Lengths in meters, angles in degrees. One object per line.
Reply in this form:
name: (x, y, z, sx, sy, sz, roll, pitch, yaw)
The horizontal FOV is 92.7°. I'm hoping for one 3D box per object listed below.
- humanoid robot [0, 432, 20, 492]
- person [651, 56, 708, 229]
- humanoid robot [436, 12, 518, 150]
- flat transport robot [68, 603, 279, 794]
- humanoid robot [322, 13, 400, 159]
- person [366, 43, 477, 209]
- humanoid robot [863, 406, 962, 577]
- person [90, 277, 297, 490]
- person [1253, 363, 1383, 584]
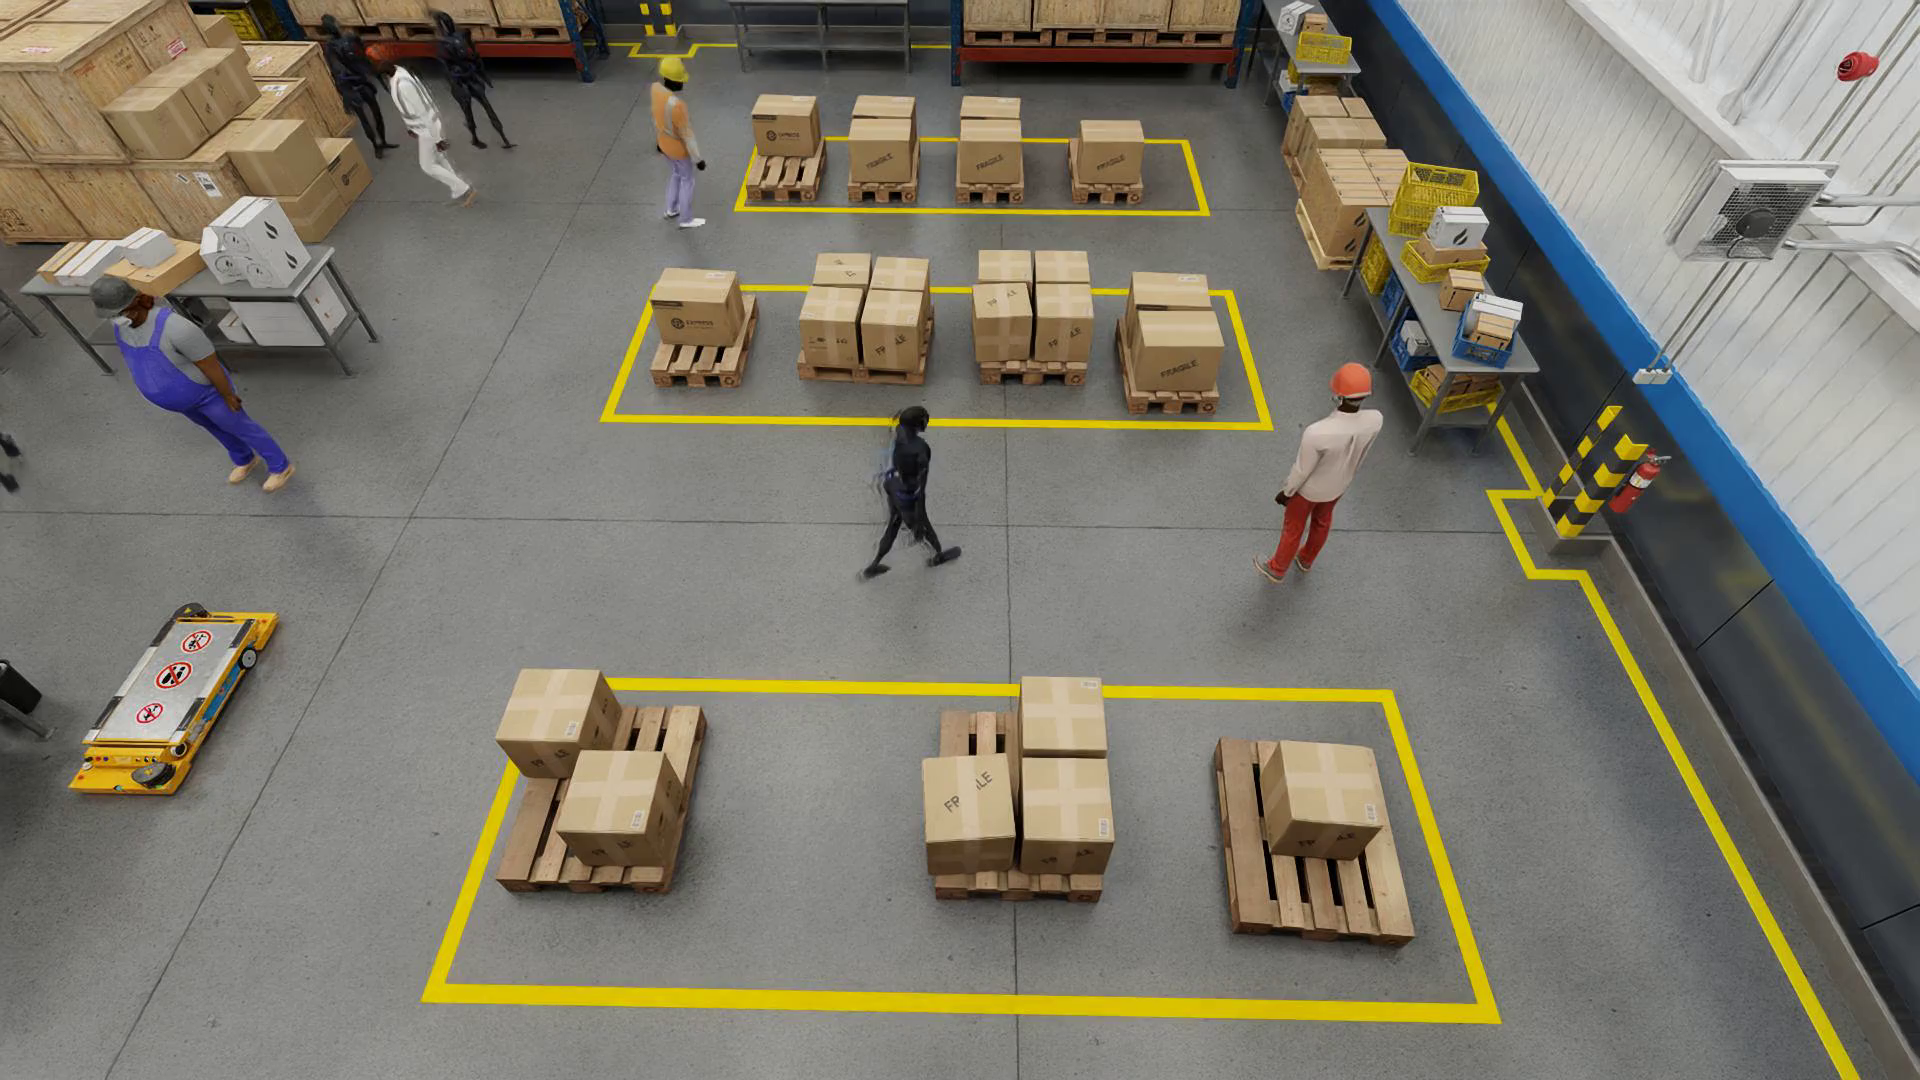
humanoid robot: (-8.342, -1.147, 7.437, 0.739, 1.630, 0.607, 34, 58, 25)
person: (-3.026, -4.262, 9.917, 0.465, 1.875, 0.639, -34, 58, -25)
humanoid robot: (-5.972, -5.543, 11.150, 0.743, 1.630, 0.621, 24, 54, 19)
flat transport robot: (-5.504, 1.072, 6.442, 0.652, 0.197, 1.431, 1, 50, 1)
humanoid robot: (-7.284, -5.480, 11.083, 0.414, 1.643, 0.676, 21, 53, 17)
person: (-5.970, -4.551, 10.177, 0.418, 1.865, 0.579, -27, 55, -21)
humanoid robot: (-0.411, -0.319, 6.759, 0.791, 1.637, 0.606, -23, 53, -18)
person: (-6.069, -1.192, 7.216, 0.681, 2.000, 0.535, 12, 51, 10)
person: (2.569, -0.430, 6.609, 0.610, 1.982, 0.405, -16, 52, -13)
